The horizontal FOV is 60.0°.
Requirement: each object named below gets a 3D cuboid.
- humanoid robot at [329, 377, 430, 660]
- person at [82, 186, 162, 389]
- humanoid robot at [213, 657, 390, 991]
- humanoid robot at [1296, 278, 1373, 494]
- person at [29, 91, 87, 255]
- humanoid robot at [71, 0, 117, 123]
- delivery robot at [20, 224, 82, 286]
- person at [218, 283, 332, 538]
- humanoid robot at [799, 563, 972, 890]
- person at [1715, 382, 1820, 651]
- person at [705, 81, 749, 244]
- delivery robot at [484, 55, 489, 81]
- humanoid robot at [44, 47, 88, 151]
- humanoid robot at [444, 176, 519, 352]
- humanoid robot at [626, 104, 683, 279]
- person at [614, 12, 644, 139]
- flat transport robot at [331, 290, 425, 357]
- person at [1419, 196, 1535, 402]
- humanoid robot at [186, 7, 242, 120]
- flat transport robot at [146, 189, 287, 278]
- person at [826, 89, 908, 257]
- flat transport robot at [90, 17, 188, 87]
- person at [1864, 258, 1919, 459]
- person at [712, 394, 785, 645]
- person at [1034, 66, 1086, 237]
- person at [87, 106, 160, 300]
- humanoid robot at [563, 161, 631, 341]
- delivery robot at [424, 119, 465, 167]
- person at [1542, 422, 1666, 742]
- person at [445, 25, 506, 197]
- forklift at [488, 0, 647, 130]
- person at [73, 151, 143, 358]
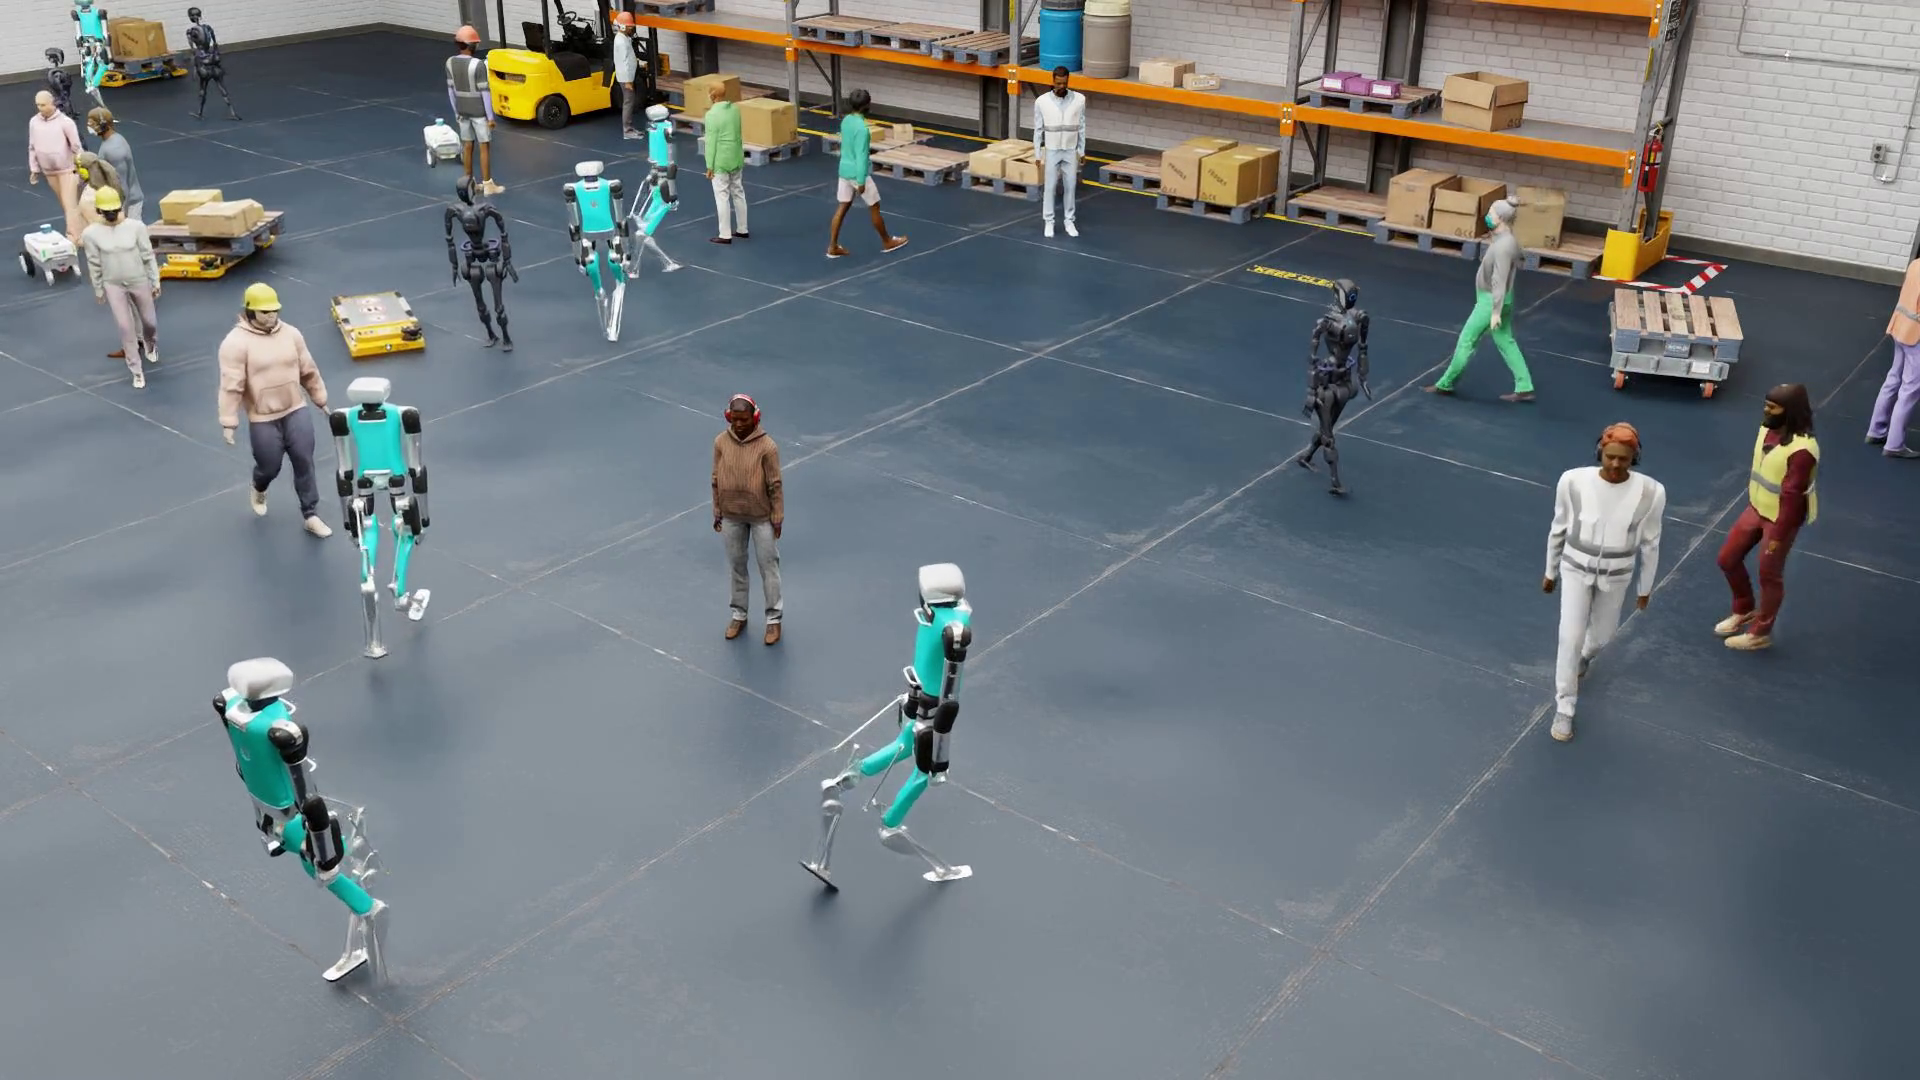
[{"bbox_3d":[-3.487,-0.045,10.010,0.530,1.745,1.082,-3,26,-7],"label":"humanoid robot"},{"bbox_3d":[-7.293,-2.254,14.544,0.543,1.743,0.660,-14,29,-26],"label":"person"},{"bbox_3d":[-2.754,1.280,7.346,0.542,1.891,0.724,18,31,32],"label":"humanoid robot"},{"bbox_3d":[2.828,-1.177,12.447,0.591,1.626,0.789,-14,29,-26],"label":"humanoid robot"},{"bbox_3d":[-9.861,-4.013,18.187,0.542,1.746,0.814,3,26,6],"label":"person"},{"bbox_3d":[-12.775,-7.013,24.401,0.587,1.773,0.876,3,26,5],"label":"humanoid robot"},{"bbox_3d":[-9.561,-3.012,17.501,0.499,0.614,0.812,-21,33,-36],"label":"delivery robot"},{"bbox_3d":[-4.830,-0.921,11.666,0.815,1.842,0.698,-23,34,-39],"label":"person"},{"bbox_3d":[-0.426,0.978,7.907,0.996,1.769,0.530,-7,27,-14],"label":"humanoid robot"},{"bbox_3d":[4.924,-0.122,10.121,0.444,1.744,0.492,-5,26,-10],"label":"person"},{"bbox_3d":[-2.620,-4.206,18.556,0.388,1.776,0.539,16,30,30],"label":"person"},{"bbox_3d":[-7.522,-7.495,26.749,0.735,0.582,0.510,1,26,3],"label":"delivery robot"},{"bbox_3d":[-11.545,-5.475,21.344,0.733,1.646,0.595,-12,28,-23],"label":"humanoid robot"},{"bbox_3d":[-4.360,-2.540,15.226,0.611,1.633,0.433,-1,26,-1],"label":"humanoid robot"},{"bbox_3d":[-3.336,-3.571,17.387,0.811,1.852,0.541,-15,30,-29],"label":"humanoid robot"},{"bbox_3d":[-4.671,-6.539,23.421,0.347,1.739,0.571,-5,26,-10],"label":"person"},{"bbox_3d":[-5.574,-2.079,15.877,0.659,0.231,1.431,-12,28,-23],"label":"flat transport robot"},{"bbox_3d":[4.507,-2.033,14.030,0.955,1.795,0.543,12,28,22],"label":"person"},{"bbox_3d":[-11.115,-7.016,24.533,0.773,1.620,0.612,8,27,17],"label":"humanoid robot"},{"bbox_3d":[-8.086,-3.137,18.066,0.659,0.231,1.431,2,26,4],"label":"flat transport robot"},{"bbox_3d":[-1.069,-3.978,18.047,0.970,1.797,0.515,-16,30,-29],"label":"person"},{"bbox_3d":[-13.682,-7.759,27.639,0.659,0.231,1.431,14,29,27],"label":"flat transport robot"},{"bbox_3d":[7.442,-1.538,12.955,0.380,1.837,0.562,0,26,0],"label":"person"},{"bbox_3d":[-1.297,-0.142,10.281,0.462,1.648,0.327,6,26,13],"label":"person"},{"bbox_3d":[1.123,-4.384,18.773,0.596,1.908,0.411,-5,26,-10],"label":"person"},{"bbox_3d":[-8.341,-3.353,16.614,0.368,1.932,0.620,-13,29,-25],"label":"person"},{"bbox_3d":[-3.312,-2.614,15.436,0.554,1.911,0.713,-4,26,-8],"label":"humanoid robot"},{"bbox_3d":[-6.920,-5.318,22.258,0.499,0.597,0.798,-12,28,-24],"label":"delivery robot"},{"bbox_3d":[3.617,0.162,9.425,0.588,1.855,0.814,9,27,18],"label":"person"},{"bbox_3d":[-5.955,-5.263,20.436,0.613,2.038,0.392,12,28,24],"label":"person"},{"bbox_3d":[-5.874,-7.334,24.552,1.214,2.155,2.313,19,32,34],"label":"forklift"},{"bbox_3d":[-7.681,-2.586,15.083,0.412,1.876,0.550,0,26,0],"label":"person"}]
